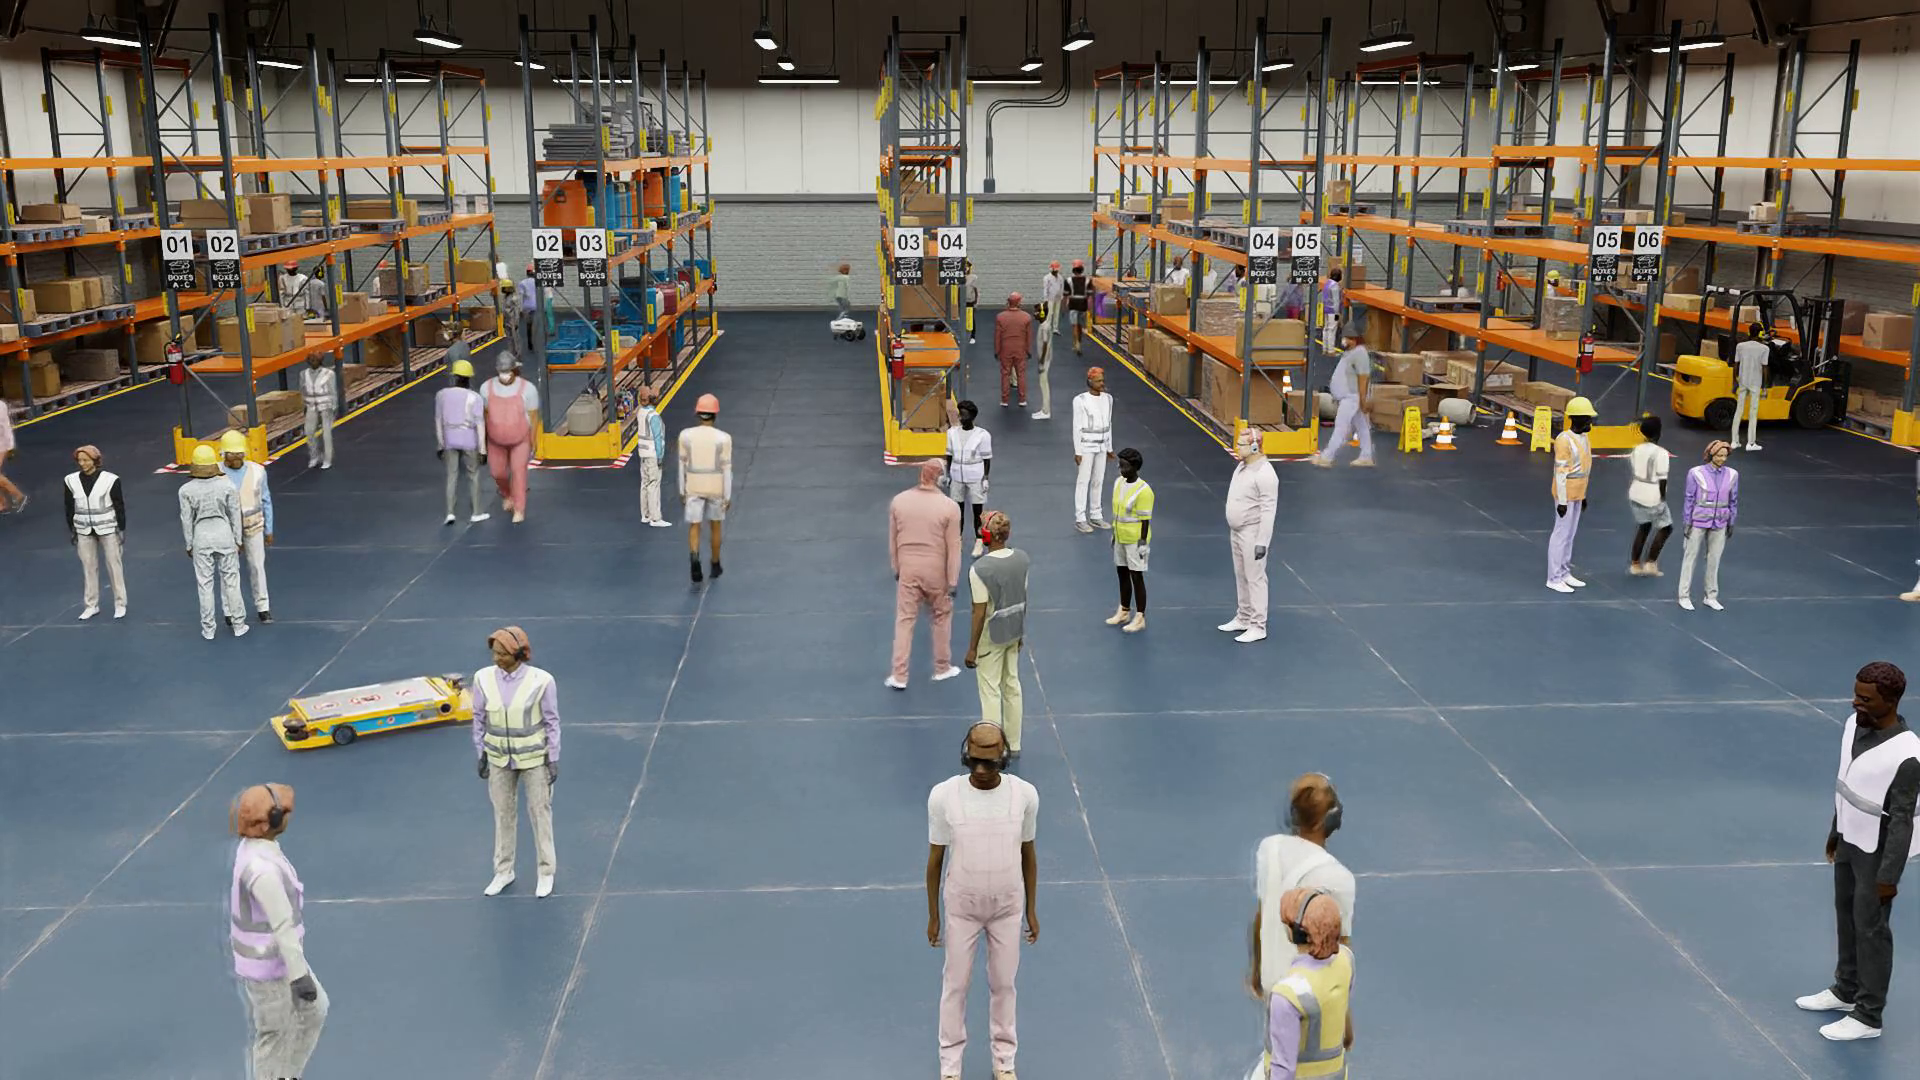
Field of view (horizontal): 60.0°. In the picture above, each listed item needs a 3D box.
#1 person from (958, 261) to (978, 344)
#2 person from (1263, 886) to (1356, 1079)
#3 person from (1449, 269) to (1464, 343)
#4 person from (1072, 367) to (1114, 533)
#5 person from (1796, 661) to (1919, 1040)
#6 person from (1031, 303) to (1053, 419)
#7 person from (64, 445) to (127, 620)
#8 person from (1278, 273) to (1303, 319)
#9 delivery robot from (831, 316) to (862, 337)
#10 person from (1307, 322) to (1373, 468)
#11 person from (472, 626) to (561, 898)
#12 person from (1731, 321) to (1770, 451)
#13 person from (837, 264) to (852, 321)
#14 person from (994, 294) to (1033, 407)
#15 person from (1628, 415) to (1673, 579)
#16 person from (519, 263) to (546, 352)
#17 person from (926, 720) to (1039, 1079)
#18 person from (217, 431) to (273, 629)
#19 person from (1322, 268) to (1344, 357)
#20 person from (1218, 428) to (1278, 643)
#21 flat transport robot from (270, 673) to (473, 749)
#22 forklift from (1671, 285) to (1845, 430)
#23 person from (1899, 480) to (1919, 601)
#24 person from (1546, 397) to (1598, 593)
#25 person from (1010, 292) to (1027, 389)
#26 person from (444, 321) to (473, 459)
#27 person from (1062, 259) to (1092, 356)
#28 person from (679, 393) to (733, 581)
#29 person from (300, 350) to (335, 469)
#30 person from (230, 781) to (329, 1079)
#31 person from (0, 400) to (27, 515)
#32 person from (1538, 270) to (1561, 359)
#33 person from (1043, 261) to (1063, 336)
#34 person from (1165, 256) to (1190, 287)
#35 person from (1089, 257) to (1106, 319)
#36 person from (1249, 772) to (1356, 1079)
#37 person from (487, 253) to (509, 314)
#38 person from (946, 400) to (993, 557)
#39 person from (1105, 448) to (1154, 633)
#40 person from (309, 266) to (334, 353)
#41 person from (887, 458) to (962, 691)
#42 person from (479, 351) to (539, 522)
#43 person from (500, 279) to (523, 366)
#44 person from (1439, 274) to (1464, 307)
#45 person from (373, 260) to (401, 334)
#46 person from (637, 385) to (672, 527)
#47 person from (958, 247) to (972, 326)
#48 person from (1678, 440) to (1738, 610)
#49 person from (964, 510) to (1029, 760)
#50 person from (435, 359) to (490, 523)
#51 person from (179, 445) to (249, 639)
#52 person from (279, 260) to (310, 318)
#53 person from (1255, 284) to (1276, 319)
[{"bbox_3d":[0.153,-5.321,37.201,0.510,1.862,0.332,7,15,26],"label":"person"},{"bbox_3d":[1.301,2.088,6.280,0.309,1.641,0.515,11,17,38],"label":"person"},{"bbox_3d":[11.164,-5.287,37.302,0.531,1.750,0.559,0,13,2],"label":"person"},{"bbox_3d":[1.528,-1.035,18.991,0.573,1.883,0.356,-11,17,-38],"label":"person"},{"bbox_3d":[4.462,1.511,8.153,0.396,1.911,0.588,1,13,3],"label":"person"},{"bbox_3d":[1.326,-2.891,26.896,0.343,1.866,0.521,0,13,0],"label":"person"},{"bbox_3d":[-8.005,-0.075,15.443,0.515,1.641,0.312,-1,13,-5],"label":"person"},{"bbox_3d":[7.394,-5.200,37.211,0.611,1.622,0.338,12,18,41],"label":"person"},{"bbox_3d":[-2.592,-4.867,37.868,0.707,0.478,0.477,7,15,28],"label":"delivery robot"},{"bbox_3d":[5.249,-1.995,22.717,0.999,2.000,0.690,1,13,5],"label":"person"},{"bbox_3d":[-2.569,1.286,9.685,0.514,1.637,0.315,2,13,7],"label":"person"},{"bbox_3d":[11.451,-2.233,24.094,0.312,1.869,0.536,-10,17,-37],"label":"person"},{"bbox_3d":[-2.797,-5.776,39.635,0.526,1.609,0.414,13,18,43],"label":"person"},{"bbox_3d":[0.899,-3.202,28.123,0.655,1.905,0.407,-1,13,-3],"label":"person"},{"bbox_3d":[7.019,-0.425,16.821,0.455,1.676,0.557,-3,14,-11],"label":"person"},{"bbox_3d":[-9.175,-4.989,35.755,0.592,1.891,0.941,-5,14,-21],"label":"person"},{"bbox_3d":[0.105,1.683,7.562,0.513,1.842,0.325,-2,13,-7],"label":"person"},{"bbox_3d":[-6.573,-0.099,15.165,0.594,1.822,0.406,-9,16,-32],"label":"person"},{"bbox_3d":[7.847,-4.787,34.976,0.430,1.844,0.624,-2,13,-7],"label":"person"},{"bbox_3d":[2.547,-0.049,14.763,0.404,1.906,0.651,-3,14,-13],"label":"person"},{"bbox_3d":[-4.421,1.283,12.622,1.431,0.197,0.652,-8,16,-31],"label":"flat transport robot"},{"bbox_3d":[12.503,-2.886,26.166,2.313,2.155,1.214,-1,13,-3],"label":"forklift"},{"bbox_3d":[9.312,-0.255,15.774,0.430,1.845,0.624,0,13,-1],"label":"person"},{"bbox_3d":[6.043,-0.454,16.428,0.359,1.930,0.587,11,17,39],"label":"person"},{"bbox_3d":[0.997,-3.623,30.230,0.324,1.752,0.561,-9,16,-32],"label":"person"},{"bbox_3d":[-7.053,-2.107,23.414,0.368,1.939,0.632,-1,13,-3],"label":"person"},{"bbox_3d":[2.493,-4.901,35.114,0.618,2.012,0.930,-2,13,-8],"label":"person"},{"bbox_3d":[-2.557,-0.509,16.692,0.567,1.917,0.708,0,13,0],"label":"person"},{"bbox_3d":[-8.735,-1.764,22.614,0.530,1.621,0.444,1,13,5],"label":"person"},{"bbox_3d":[-2.968,1.853,7.317,0.415,1.626,0.531,-5,14,-22],"label":"person"},{"bbox_3d":[-11.463,-1.120,19.667,0.584,1.733,0.397,8,15,30],"label":"person"},{"bbox_3d":[12.227,-4.669,34.489,0.404,1.835,0.587,2,13,9],"label":"person"},{"bbox_3d":[2.187,-5.618,38.708,0.572,1.743,0.340,-10,17,-37],"label":"person"},{"bbox_3d":[5.082,-5.646,38.610,0.598,1.831,0.965,-2,13,-7],"label":"person"},{"bbox_3d":[3.417,-6.131,40.961,0.421,1.704,0.698,4,14,17],"label":"person"},{"bbox_3d":[1.350,1.865,6.844,0.567,1.817,0.594,-9,16,-32],"label":"person"},{"bbox_3d":[-11.399,-6.180,40.963,0.836,1.795,0.651,4,14,18],"label":"person"},{"bbox_3d":[0.086,-0.659,17.795,0.535,1.697,0.322,6,15,25],"label":"person"},{"bbox_3d":[1.547,-0.006,15.053,0.319,1.690,0.539,-7,15,-28],"label":"person"},{"bbox_3d":[-13.657,-4.923,35.517,0.514,1.866,0.338,10,16,35],"label":"person"},{"bbox_3d":[-0.300,0.279,13.499,0.664,1.868,0.692,5,14,21],"label":"person"},{"bbox_3d":[-5.262,-1.223,19.449,0.701,2.000,0.586,-1,13,-5],"label":"person"},{"bbox_3d":[-9.021,-4.355,33.355,0.489,1.743,0.323,13,18,43],"label":"person"},{"bbox_3d":[10.216,-4.661,34.621,0.534,1.751,0.606,-1,13,-6],"label":"person"},{"bbox_3d":[-12.149,-4.927,35.258,0.614,1.985,0.400,2,13,10],"label":"person"},{"bbox_3d":[-3.560,-0.967,19.225,0.308,1.639,0.524,-8,16,-31],"label":"person"},{"bbox_3d":[0.028,-6.262,40.790,0.392,2.041,0.615,-9,16,-34],"label":"person"},{"bbox_3d":[7.080,-0.140,15.743,0.514,1.634,0.313,-1,13,-3],"label":"person"},{"bbox_3d":[0.268,0.700,11.718,0.380,1.845,0.570,11,17,39],"label":"person"},{"bbox_3d":[-5.814,-1.139,19.374,0.638,1.930,0.425,2,13,9],"label":"person"},{"bbox_3d":[-6.656,0.015,14.838,0.489,1.746,0.284,-5,14,-22],"label":"person"},{"bbox_3d":[-14.126,-4.969,35.331,0.605,2.036,0.393,-2,13,-8],"label":"person"},{"bbox_3d":[6.309,-4.772,34.723,0.586,1.928,0.380,7,15,29],"label":"person"}]
